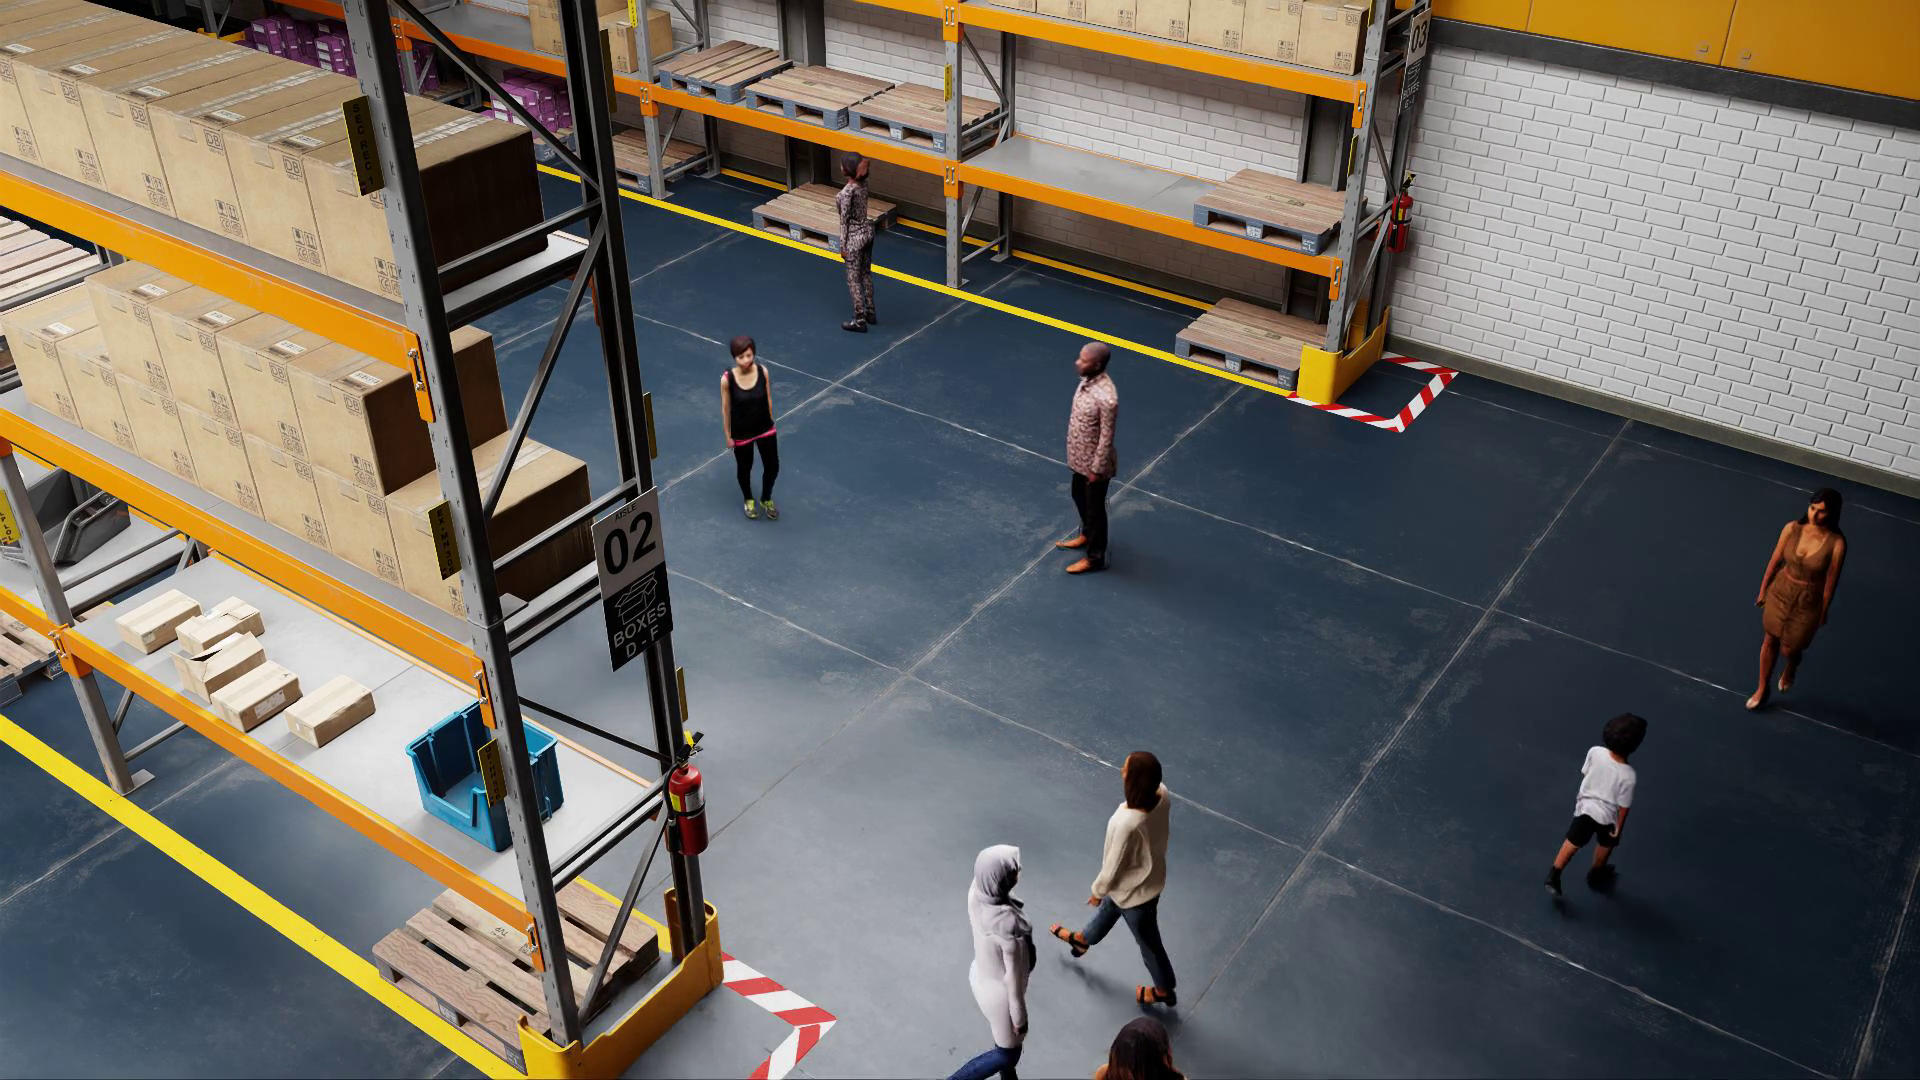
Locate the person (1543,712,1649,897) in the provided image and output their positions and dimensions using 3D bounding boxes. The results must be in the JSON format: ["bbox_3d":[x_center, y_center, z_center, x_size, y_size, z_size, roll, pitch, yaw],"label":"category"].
[{"bbox_3d":[3.560,1.509,9.331,0.676,1.242,0.793,-24,41,-32],"label":"person"}]

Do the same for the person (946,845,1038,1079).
[{"bbox_3d":[0.115,2.159,7.885,1.015,1.762,0.995,-10,35,-14],"label":"person"}]

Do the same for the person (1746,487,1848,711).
[{"bbox_3d":[5.386,0.373,10.646,0.744,1.679,0.698,-25,41,-32],"label":"person"}]

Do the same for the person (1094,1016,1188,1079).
[{"bbox_3d":[0.761,2.673,7.147,0.694,1.722,0.825,5,34,8],"label":"person"}]

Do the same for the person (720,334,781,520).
[{"bbox_3d":[-1.615,-0.890,12.673,0.670,1.539,0.714,-12,36,-18],"label":"person"}]

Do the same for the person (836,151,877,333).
[{"bbox_3d":[-0.943,-2.755,15.320,0.578,1.715,0.577,17,37,24],"label":"person"}]

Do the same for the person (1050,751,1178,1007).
[{"bbox_3d":[0.984,1.792,8.537,1.024,1.650,0.682,18,38,25],"label":"person"}]

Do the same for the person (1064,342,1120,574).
[{"bbox_3d":[0.981,-0.622,12.018,0.874,1.818,0.794,-9,35,-13],"label":"person"}]
